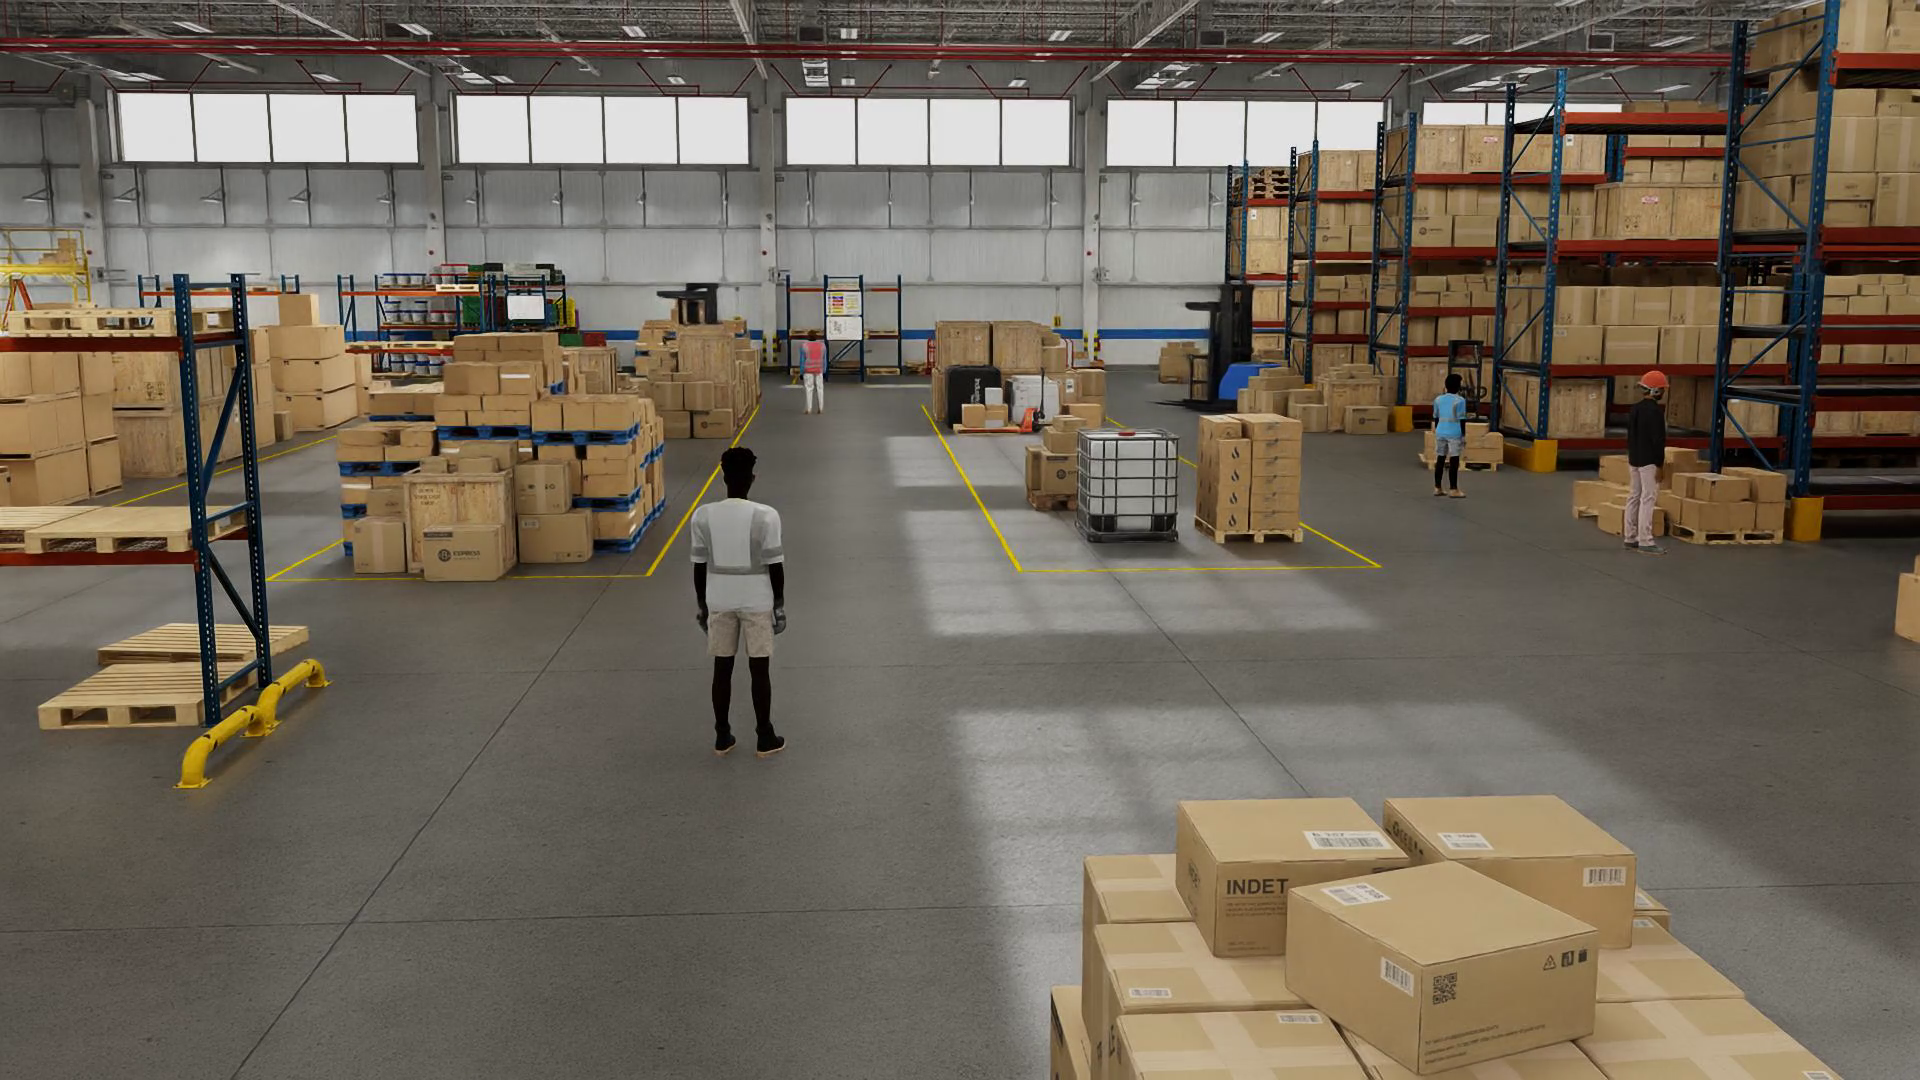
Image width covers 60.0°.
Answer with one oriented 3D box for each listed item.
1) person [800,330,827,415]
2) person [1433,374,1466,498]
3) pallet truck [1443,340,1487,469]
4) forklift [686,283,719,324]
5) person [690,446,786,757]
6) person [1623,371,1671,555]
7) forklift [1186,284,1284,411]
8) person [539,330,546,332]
[{"bbox_3d":[-3.203,-3.643,36.158,0.626,1.844,0.429,-5,10,-26],"label":"person"},{"bbox_3d":[6.666,-1.412,22.610,0.319,1.695,0.532,-6,11,-33],"label":"person"},{"bbox_3d":[8.004,-2.170,26.422,0.823,1.965,1.885,2,9,14],"label":"pallet truck"},{"bbox_3d":[-6.482,-5.100,42.051,1.129,2.768,1.873,8,12,42],"label":"forklift"},{"bbox_3d":[-1.377,0.391,10.437,0.604,1.966,0.367,2,9,11],"label":"person"},{"bbox_3d":[7.480,-0.842,18.090,0.382,1.995,0.612,-1,9,-8],"label":"person"},{"bbox_3d":[6.115,-4.245,36.687,1.873,2.768,1.129,8,12,40],"label":"forklift"},{"bbox_3d":[-8.703,-3.434,34.686,0.651,1.884,1.031,-1,9,-7],"label":"person"}]
